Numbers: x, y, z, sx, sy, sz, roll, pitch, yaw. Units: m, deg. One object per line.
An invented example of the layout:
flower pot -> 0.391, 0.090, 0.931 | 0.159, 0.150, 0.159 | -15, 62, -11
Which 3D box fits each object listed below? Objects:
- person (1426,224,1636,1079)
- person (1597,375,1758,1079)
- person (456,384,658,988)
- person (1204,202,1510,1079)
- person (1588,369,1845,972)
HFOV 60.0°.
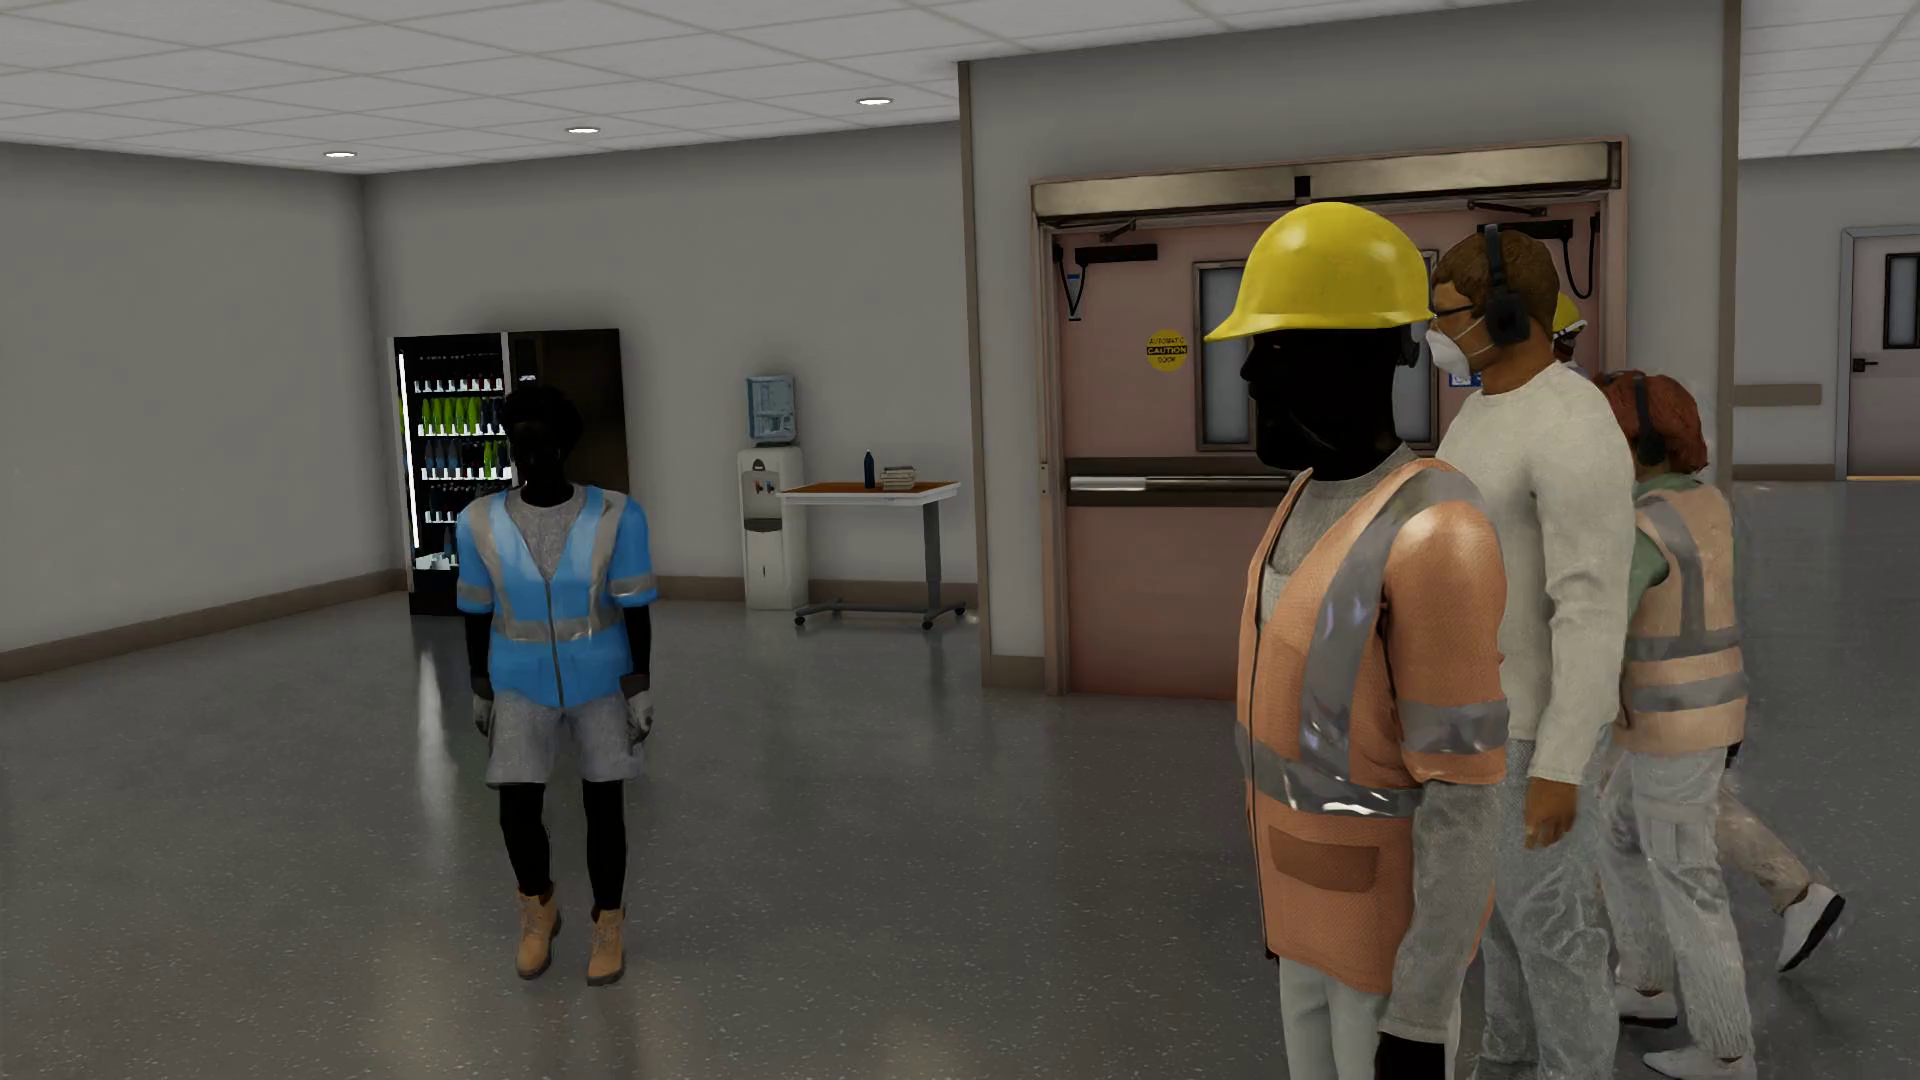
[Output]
person -> 1.083, 0.365, 3.241 | 0.372, 1.935, 0.627 | -2, 7, -1
person -> 1.541, 0.437, 3.770 | 0.594, 1.612, 0.517 | 4, 10, 39
person -> -1.081, 0.410, 4.545 | 0.545, 1.677, 0.394 | -3, 7, -7
person -> 0.539, 0.514, 2.292 | 0.368, 1.928, 0.585 | -3, 7, -7
person -> 1.883, 0.347, 4.397 | 0.552, 1.604, 0.744 | -9, 10, -42
